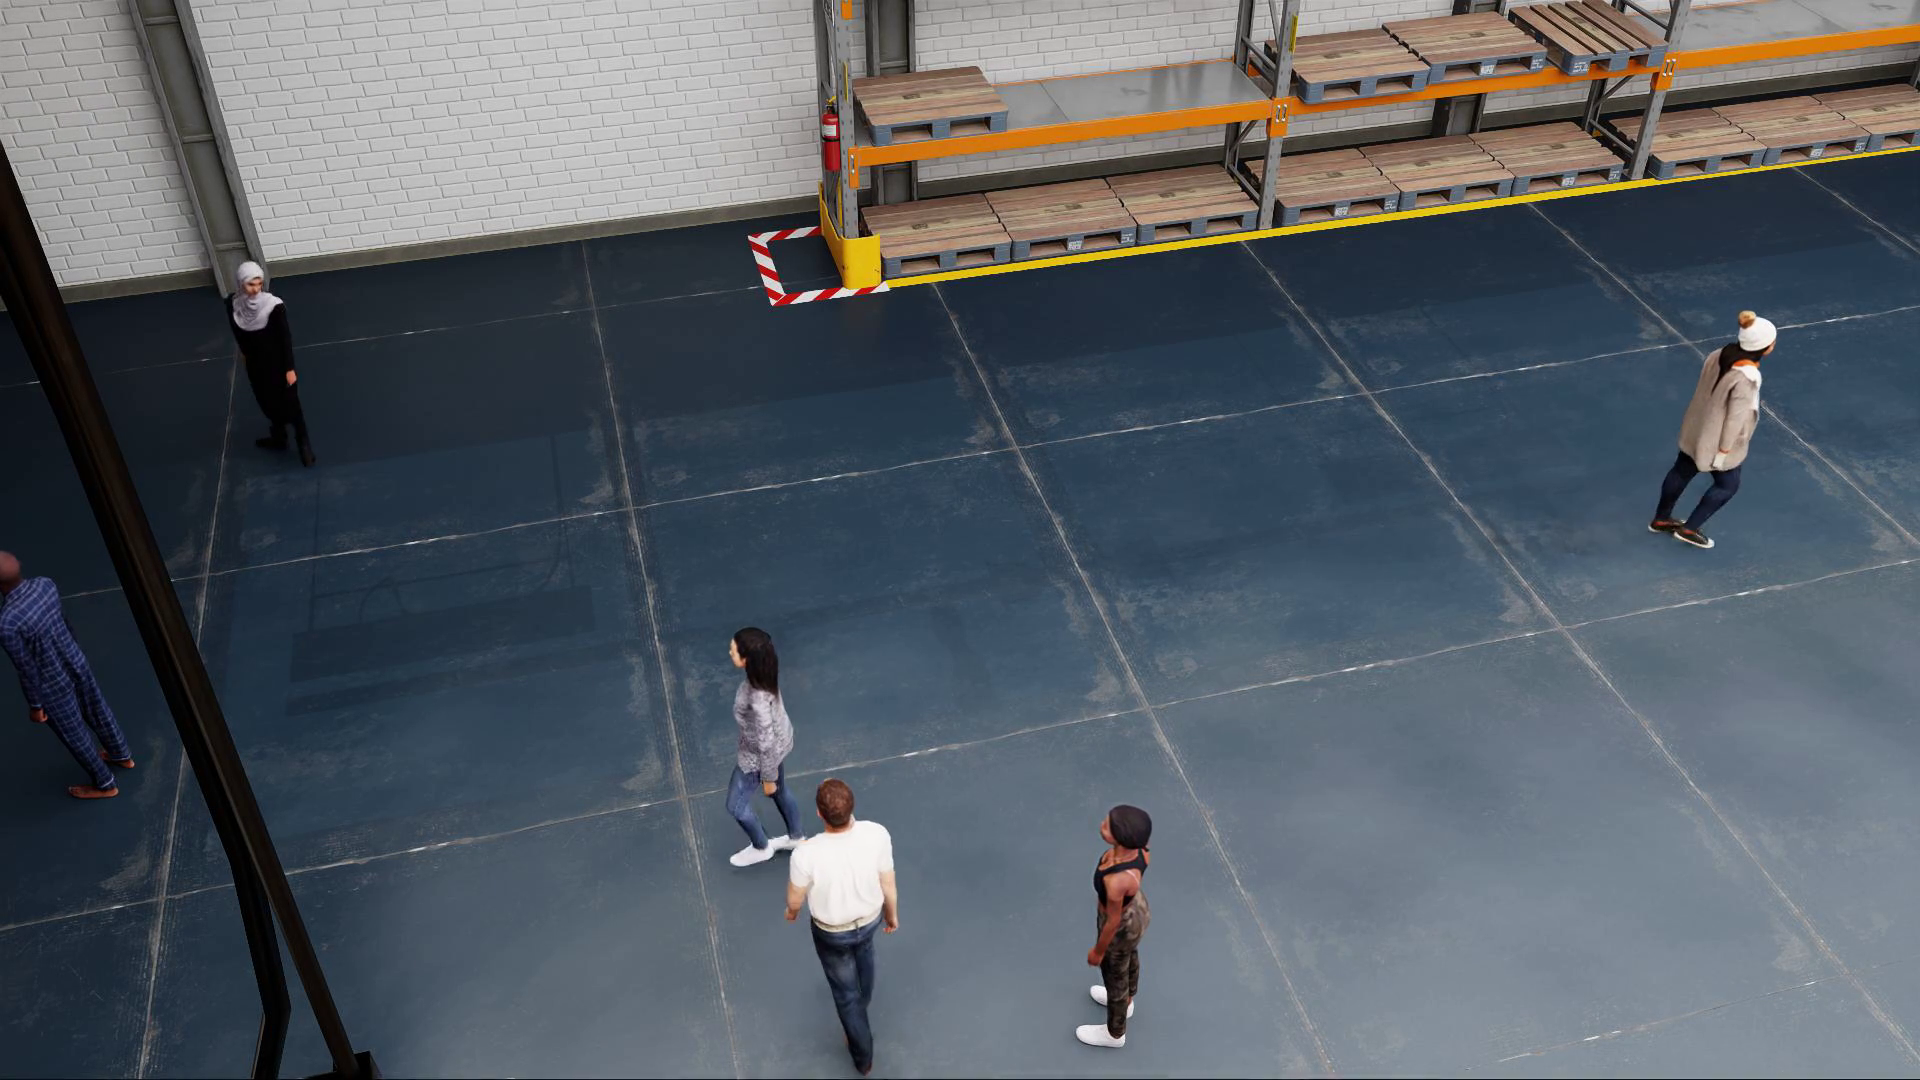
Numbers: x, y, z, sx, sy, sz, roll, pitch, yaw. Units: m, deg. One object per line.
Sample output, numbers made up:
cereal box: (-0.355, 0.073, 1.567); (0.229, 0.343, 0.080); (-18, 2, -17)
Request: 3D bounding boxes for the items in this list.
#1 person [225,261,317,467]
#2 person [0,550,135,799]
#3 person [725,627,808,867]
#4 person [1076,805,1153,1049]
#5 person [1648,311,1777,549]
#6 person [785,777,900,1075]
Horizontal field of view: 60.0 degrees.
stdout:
person: (-5.160, -1.330, 12.374); (0.752, 1.754, 0.944); (15, 41, 18)
person: (-5.263, 0.773, 9.689); (0.715, 1.818, 0.737); (4, 39, 5)
person: (-1.001, 1.175, 9.271); (0.754, 1.711, 0.730); (0, 39, 0)
person: (0.801, 1.928, 8.337); (0.705, 1.700, 0.665); (15, 41, 18)
person: (5.150, -0.768, 11.568); (0.683, 1.881, 0.733); (-6, 39, -7)
person: (-0.521, 1.962, 8.192); (0.870, 1.828, 0.823); (-17, 42, -21)
